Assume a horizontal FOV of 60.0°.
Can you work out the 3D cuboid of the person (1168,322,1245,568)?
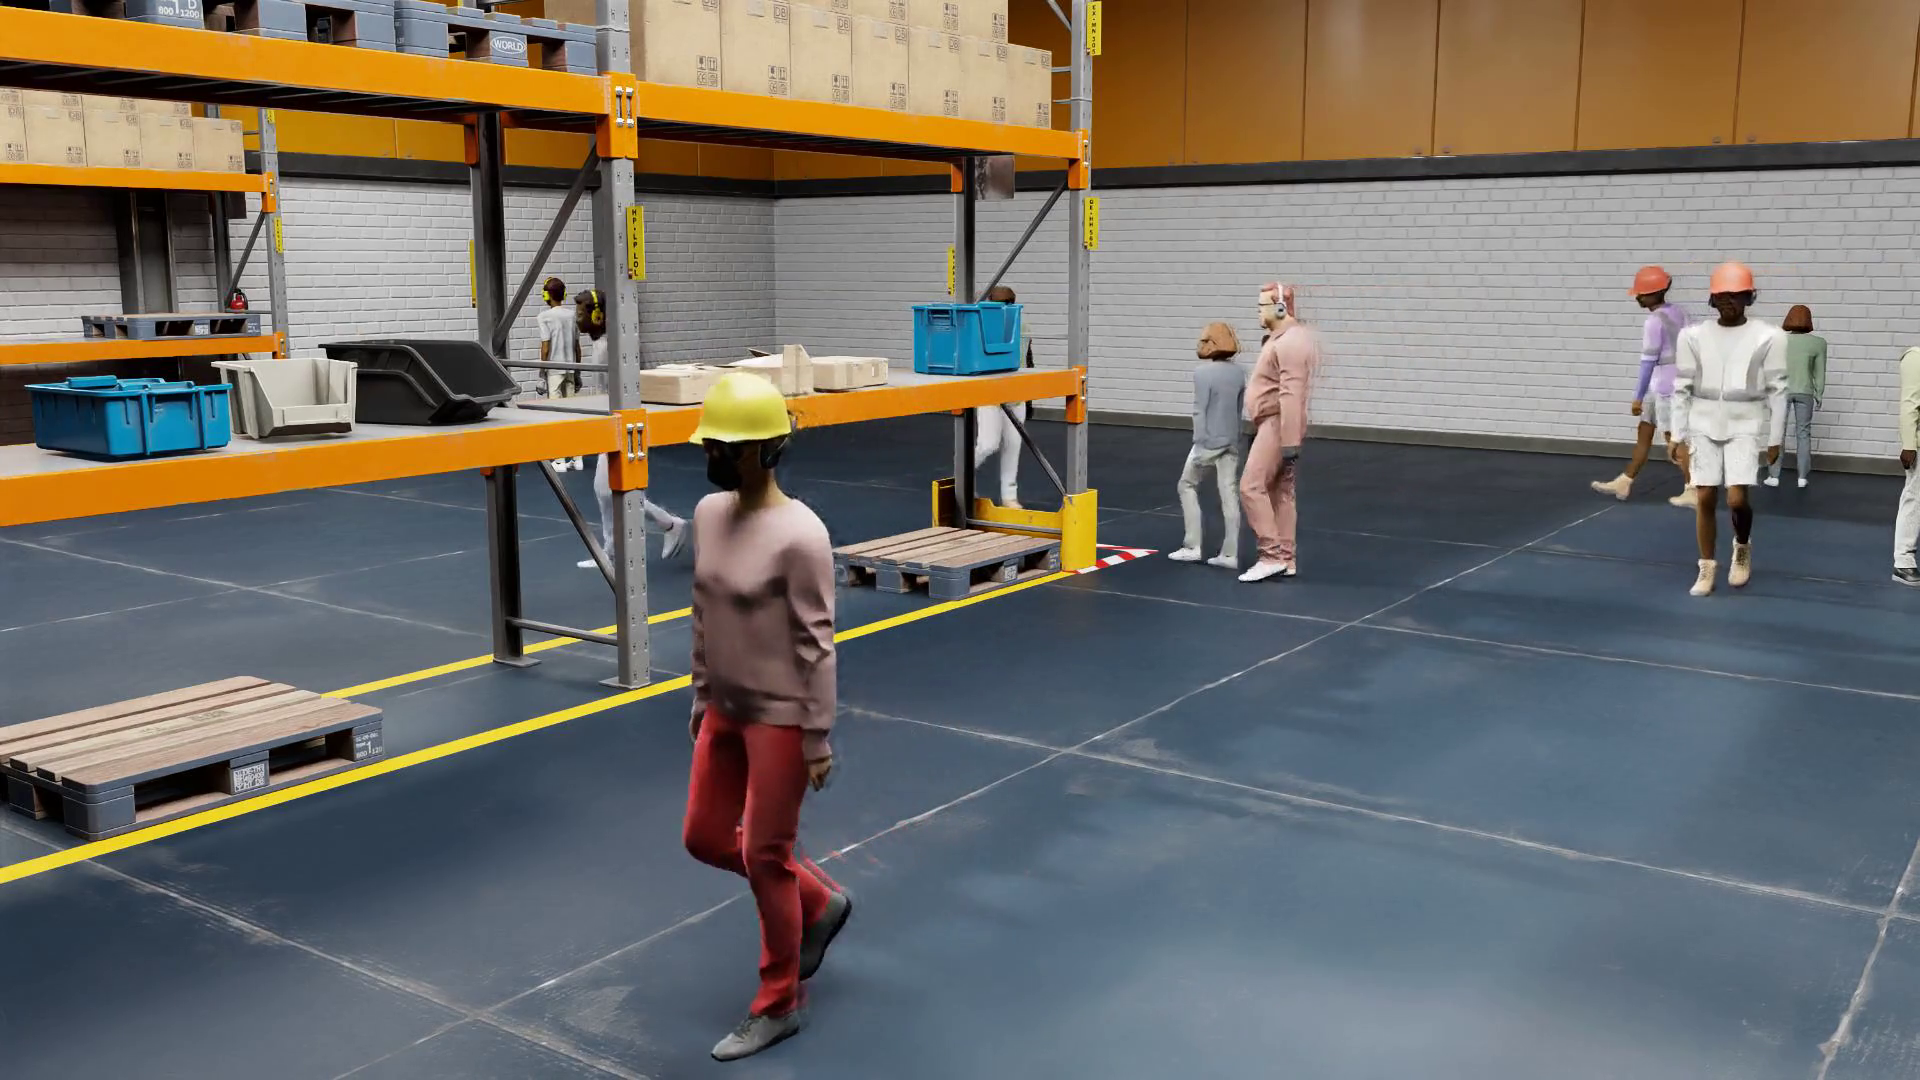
[{"bbox_3d":[1.637,-0.631,11.042,0.535,1.612,0.606,-8,12,-40],"label":"person"}]

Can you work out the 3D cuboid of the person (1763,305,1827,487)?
[{"bbox_3d":[7.466,-1.287,14.914,0.509,1.632,0.267,3,10,15],"label":"person"}]

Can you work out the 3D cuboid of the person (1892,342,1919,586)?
[{"bbox_3d":[6.129,-0.627,10.389,0.603,1.830,0.404,-4,10,-21],"label":"person"}]

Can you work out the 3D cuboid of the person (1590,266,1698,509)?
[{"bbox_3d":[5.712,-1.253,13.694,0.966,1.971,0.694,6,11,33],"label":"person"}]

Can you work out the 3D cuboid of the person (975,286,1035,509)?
[{"bbox_3d":[0.293,-1.136,13.456,0.640,1.829,0.558,-6,11,-31],"label":"person"}]

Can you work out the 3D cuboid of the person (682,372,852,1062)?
[{"bbox_3d":[-0.482,0.439,4.277,0.470,1.751,0.543,-8,13,-41],"label":"person"}]

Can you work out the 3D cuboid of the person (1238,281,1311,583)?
[{"bbox_3d":[1.937,-0.679,10.519,0.524,1.889,0.663,2,10,11],"label":"person"}]

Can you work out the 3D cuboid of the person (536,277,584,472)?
[{"bbox_3d":[-3.854,-1.581,15.978,0.310,1.864,0.533,7,12,35],"label":"person"}]

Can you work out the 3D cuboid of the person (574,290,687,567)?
[{"bbox_3d":[-2.178,-0.709,10.873,0.634,1.847,0.507,-1,10,-8],"label":"person"}]

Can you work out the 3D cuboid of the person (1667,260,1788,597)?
[{"bbox_3d":[4.582,-0.650,9.962,0.617,2.031,0.478,7,12,38],"label":"person"}]
